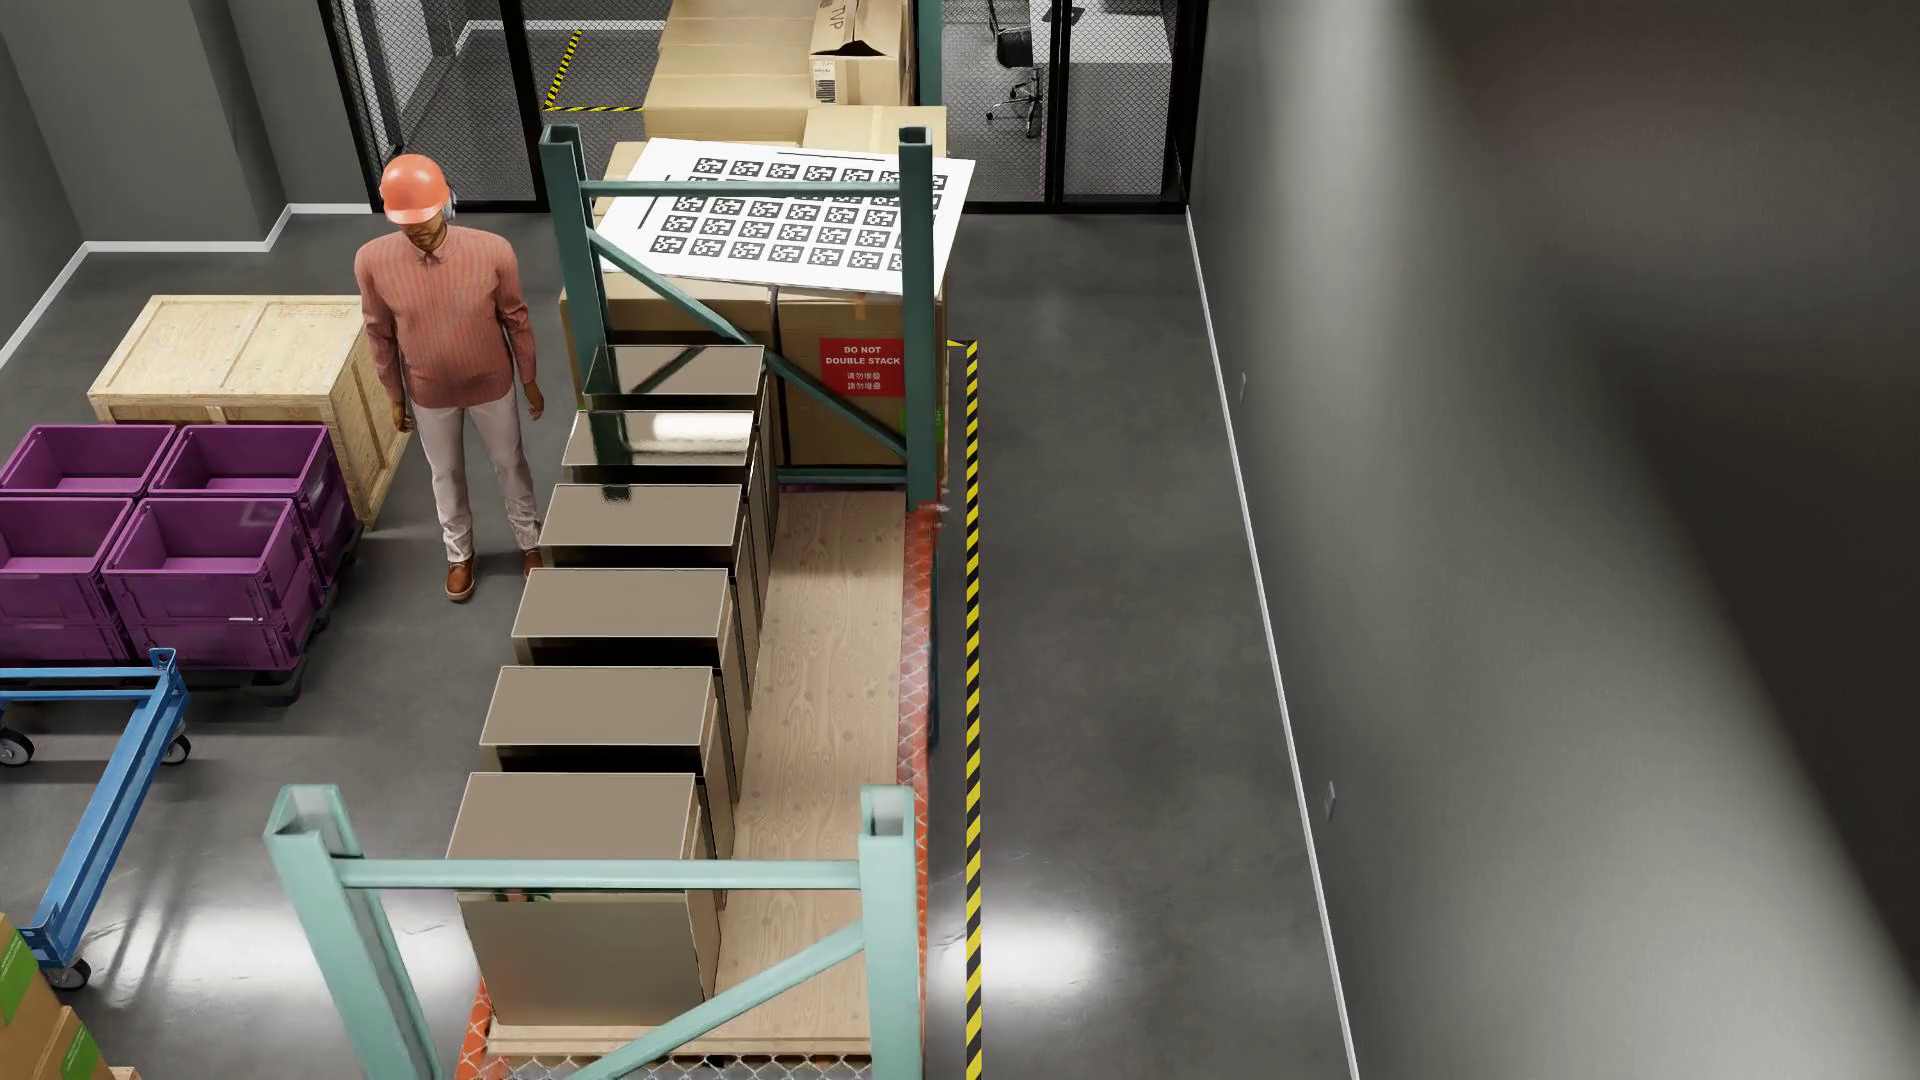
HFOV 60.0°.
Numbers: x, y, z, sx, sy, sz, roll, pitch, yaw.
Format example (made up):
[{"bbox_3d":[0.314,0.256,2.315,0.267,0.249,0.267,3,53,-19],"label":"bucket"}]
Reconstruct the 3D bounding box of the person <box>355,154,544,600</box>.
[{"bbox_3d":[-1.961,-0.614,6.546,0.611,1.996,0.387,-8,42,-9],"label":"person"}]
